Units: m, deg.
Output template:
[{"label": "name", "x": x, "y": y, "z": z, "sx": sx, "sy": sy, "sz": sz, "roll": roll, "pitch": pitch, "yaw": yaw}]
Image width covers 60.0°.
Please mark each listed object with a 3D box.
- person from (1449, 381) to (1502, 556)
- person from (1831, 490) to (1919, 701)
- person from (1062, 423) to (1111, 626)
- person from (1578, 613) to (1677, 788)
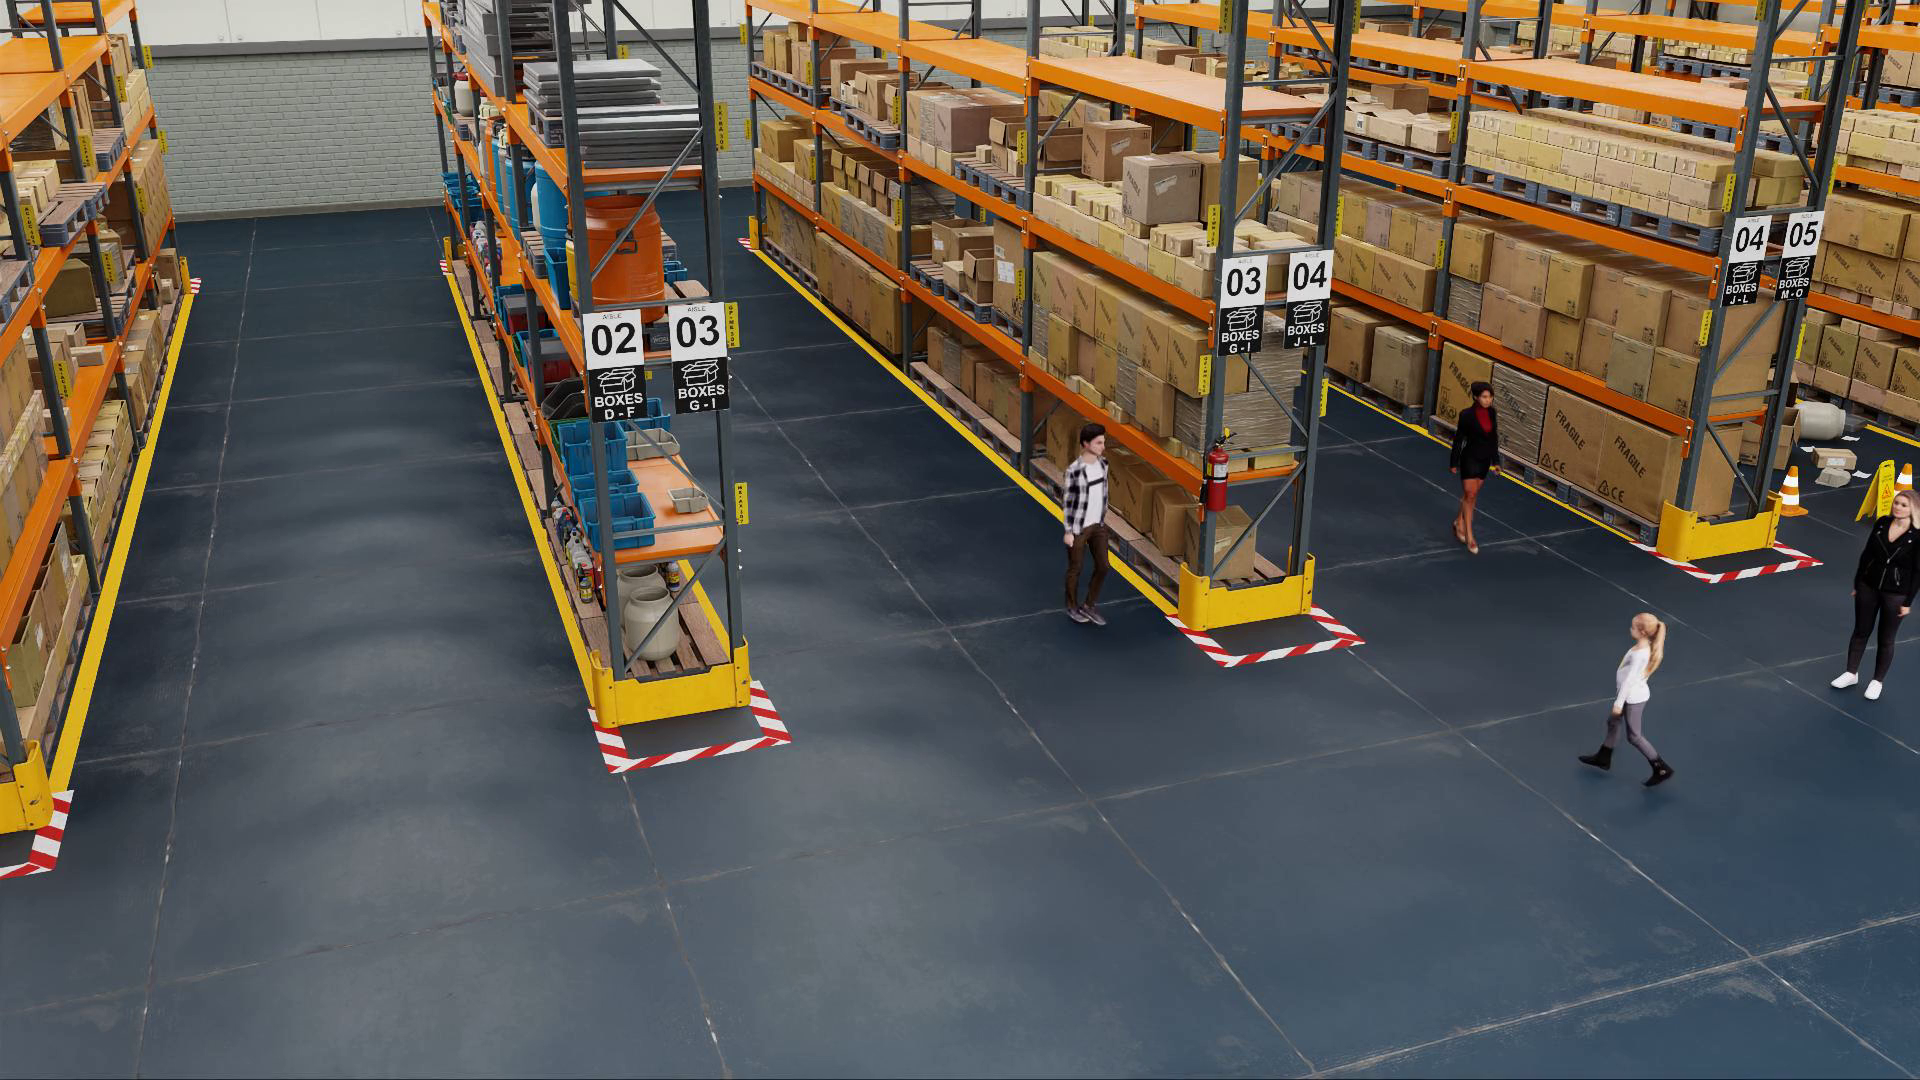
[{"label": "person", "x": 4.797, "y": -0.723, "z": 15.674, "sx": 0.560, "sy": 1.621, "sz": 0.779, "roll": -9, "pitch": 24, "yaw": -20}, {"label": "person", "x": 7.141, "y": 0.404, "z": 12.834, "sx": 0.729, "sy": 1.686, "sz": 0.578, "roll": -16, "pitch": 27, "yaw": -35}, {"label": "person", "x": 0.999, "y": -0.155, "z": 14.066, "sx": 0.730, "sy": 1.787, "sz": 0.748, "roll": -14, "pitch": 26, "yaw": -30}, {"label": "person", "x": 4.771, "y": 1.128, "z": 11.620, "sx": 0.922, "sy": 1.265, "sz": 0.823, "roll": 12, "pitch": 25, "yaw": 27}]
